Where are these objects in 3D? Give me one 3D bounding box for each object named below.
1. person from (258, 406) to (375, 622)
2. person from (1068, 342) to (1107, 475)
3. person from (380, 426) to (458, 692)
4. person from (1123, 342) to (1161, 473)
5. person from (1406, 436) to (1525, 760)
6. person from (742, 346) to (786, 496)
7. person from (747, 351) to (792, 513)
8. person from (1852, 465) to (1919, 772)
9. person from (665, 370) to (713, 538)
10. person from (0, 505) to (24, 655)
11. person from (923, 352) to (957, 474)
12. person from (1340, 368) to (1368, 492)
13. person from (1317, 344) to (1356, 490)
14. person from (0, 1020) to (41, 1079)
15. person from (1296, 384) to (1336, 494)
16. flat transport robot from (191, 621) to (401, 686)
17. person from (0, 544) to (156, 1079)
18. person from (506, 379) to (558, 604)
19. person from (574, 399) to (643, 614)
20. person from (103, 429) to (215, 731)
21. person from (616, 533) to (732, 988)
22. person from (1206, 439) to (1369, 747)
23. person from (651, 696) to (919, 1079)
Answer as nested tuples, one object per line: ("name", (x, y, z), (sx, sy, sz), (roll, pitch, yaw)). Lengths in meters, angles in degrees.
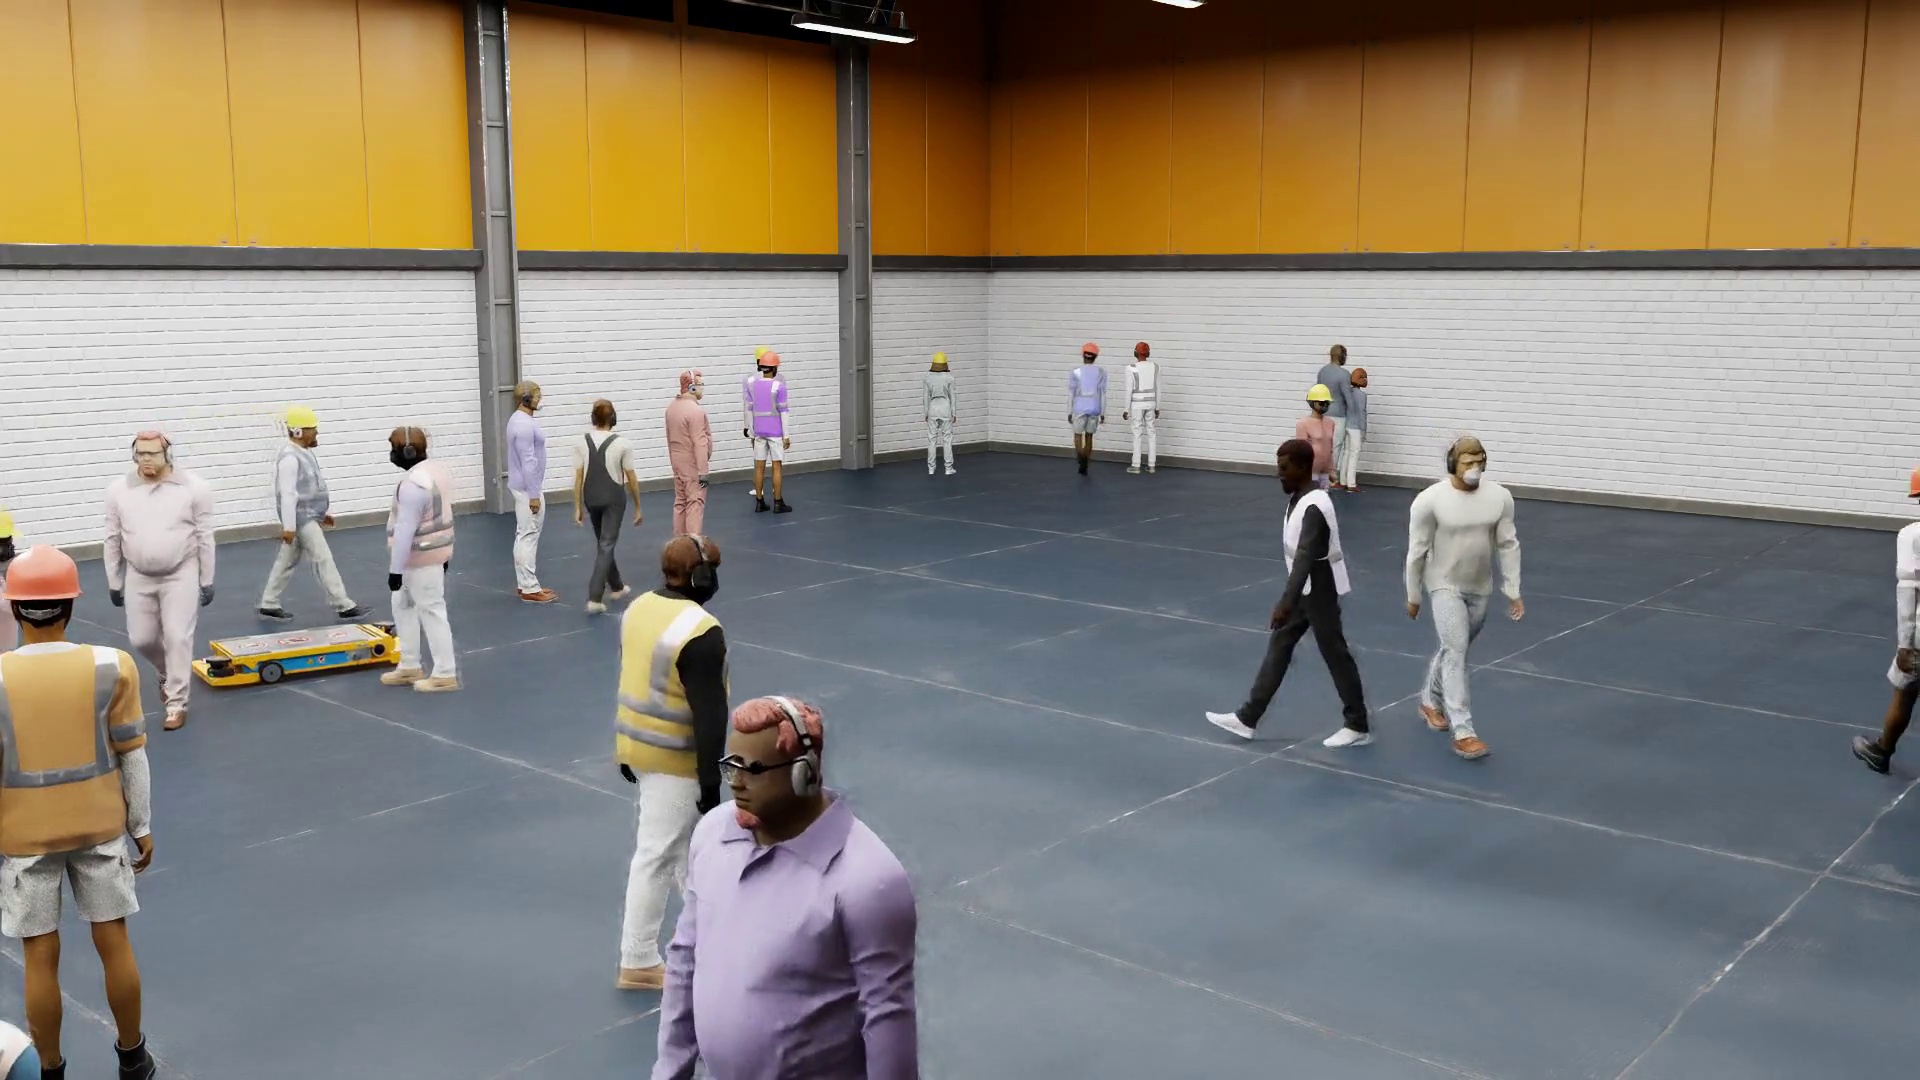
("person", (-5.321, -0.203, 13.536), (0.928, 1.782, 0.602), (-2, 9, -13))
("person", (1.807, -1.833, 23.438), (0.563, 1.899, 0.669), (-1, 9, -6))
("person", (-3.755, 0.140, 11.255), (0.691, 1.817, 0.667), (-1, 9, -6))
("person", (2.610, -1.892, 23.831), (0.572, 1.883, 0.353), (-3, 10, -20))
("person", (3.013, 0.310, 10.023), (0.639, 1.893, 1.013), (-2, 9, -14))
("person", (-2.515, -1.525, 21.387), (0.587, 1.928, 0.362), (-4, 10, -25))
("person", (-2.261, -1.282, 19.827), (0.552, 1.937, 0.356), (4, 10, 24))
("person", (5.345, 0.503, 9.029), (0.559, 1.828, 1.162), (0, 9, 1))
("person", (-2.624, -0.713, 16.357), (0.404, 1.906, 0.652), (-6, 11, -35))
("person", (-4.736, 0.676, 8.219), (0.923, 1.711, 0.548), (-3, 9, -17))
("person", (-0.281, -1.802, 23.708), (0.487, 1.744, 0.294), (2, 9, 11))
("person", (5.172, -1.439, 21.798), (0.279, 1.624, 0.494), (-3, 10, -18))
("person", (4.967, -1.615, 21.929), (0.437, 1.932, 0.648), (-3, 9, -17))
("person", (-2.126, 1.487, 3.491), (0.502, 1.601, 0.828), (0, 9, 0))
("person", (3.517, -0.654, 16.428), (0.523, 1.769, 0.309), (-7, 11, -38))
("flat transport robot", (-4.701, 0.803, 11.953), (1.431, 0.197, 0.652), (-7, 11, -36))
("person", (-3.050, 0.977, 5.649), (0.551, 1.934, 0.373), (-6, 11, -33))
("person", (-3.725, -0.420, 14.414), (0.372, 1.940, 0.631), (-3, 10, -19))
("person", (-2.995, -0.296, 14.121), (0.527, 1.795, 0.993), (2, 9, 10))
("person", (-5.058, 0.223, 10.556), (0.646, 1.886, 0.686), (-2, 9, -12))
("person", (-1.085, 0.878, 6.736), (0.756, 1.804, 0.651), (-6, 11, -34))
("person", (2.017, 0.329, 9.950), (1.011, 1.856, 0.623), (0, 9, -1))
("person", (-0.451, 1.287, 3.858), (0.511, 1.890, 0.647), (-9, 12, -43))
